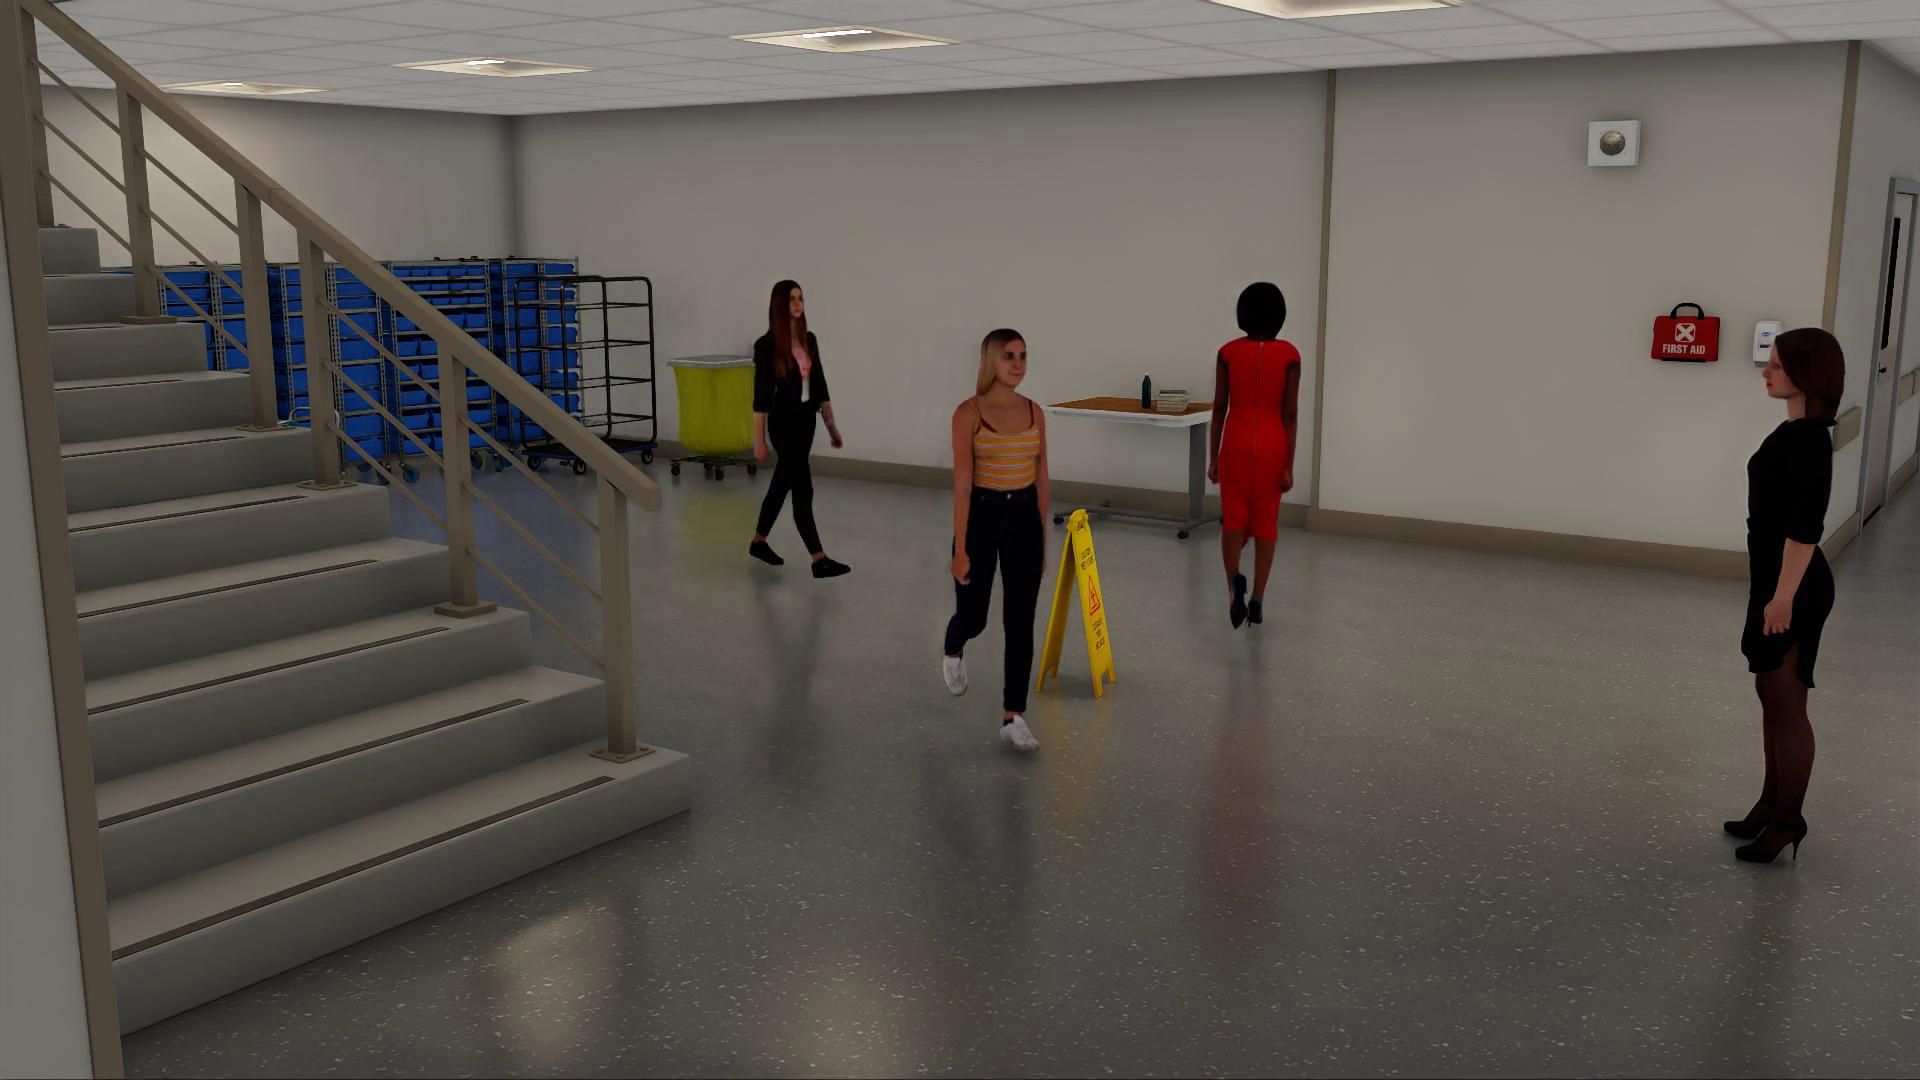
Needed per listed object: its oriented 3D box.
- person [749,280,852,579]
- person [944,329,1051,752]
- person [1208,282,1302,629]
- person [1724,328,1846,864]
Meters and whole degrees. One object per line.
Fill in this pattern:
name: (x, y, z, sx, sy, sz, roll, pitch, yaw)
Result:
person: (-1.029, -0.618, 9.586, 1.142, 1.667, 0.641, 9, 14, 39)
person: (0.113, -0.011, 6.532, 0.919, 1.613, 1.071, -4, 12, -22)
person: (1.419, -0.357, 8.062, 1.035, 1.721, 0.912, 2, 11, 11)
person: (2.639, 0.176, 5.297, 0.587, 1.705, 0.636, 4, 11, 19)
